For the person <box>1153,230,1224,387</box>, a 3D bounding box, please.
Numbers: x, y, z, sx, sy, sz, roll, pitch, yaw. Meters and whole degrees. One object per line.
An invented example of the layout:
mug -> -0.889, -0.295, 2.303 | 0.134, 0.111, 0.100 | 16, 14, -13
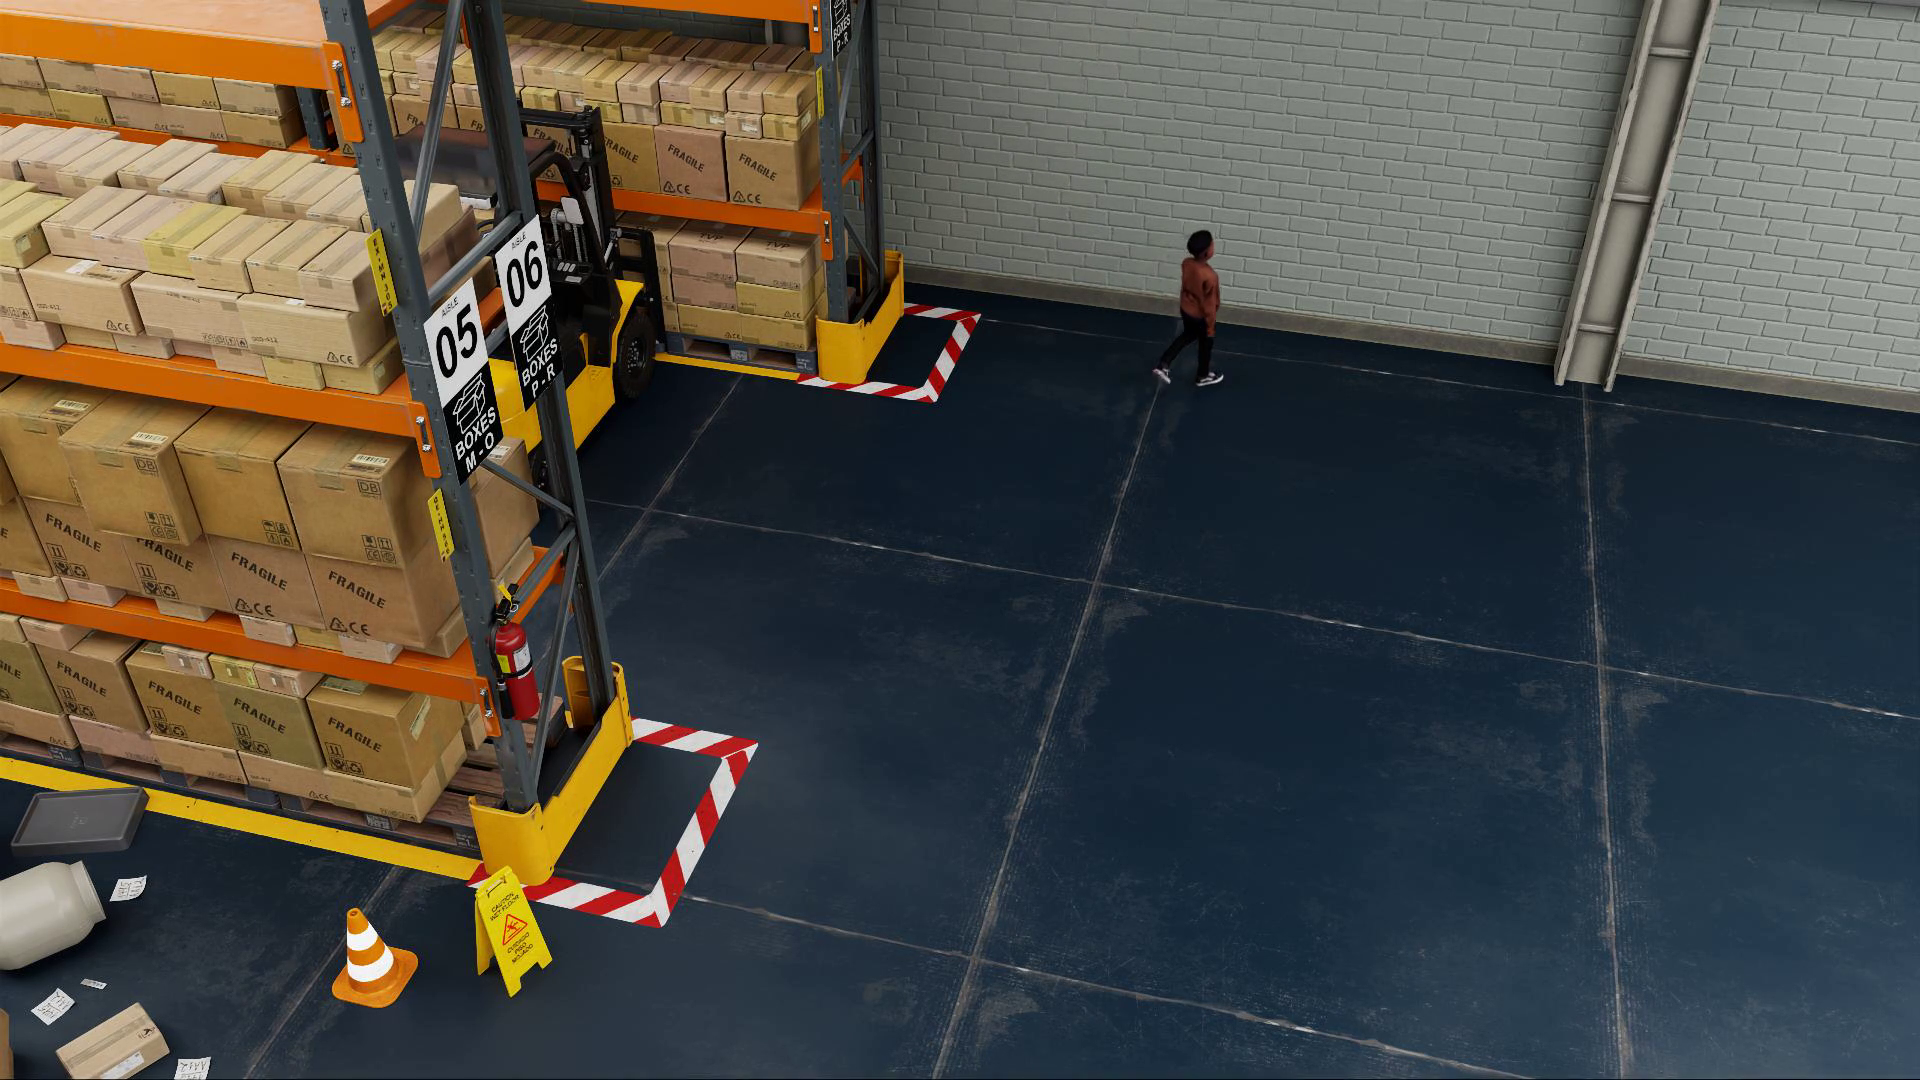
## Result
person -> 1.638, -1.606, 11.768 | 0.867, 1.243, 0.801 | -18, 41, -22
